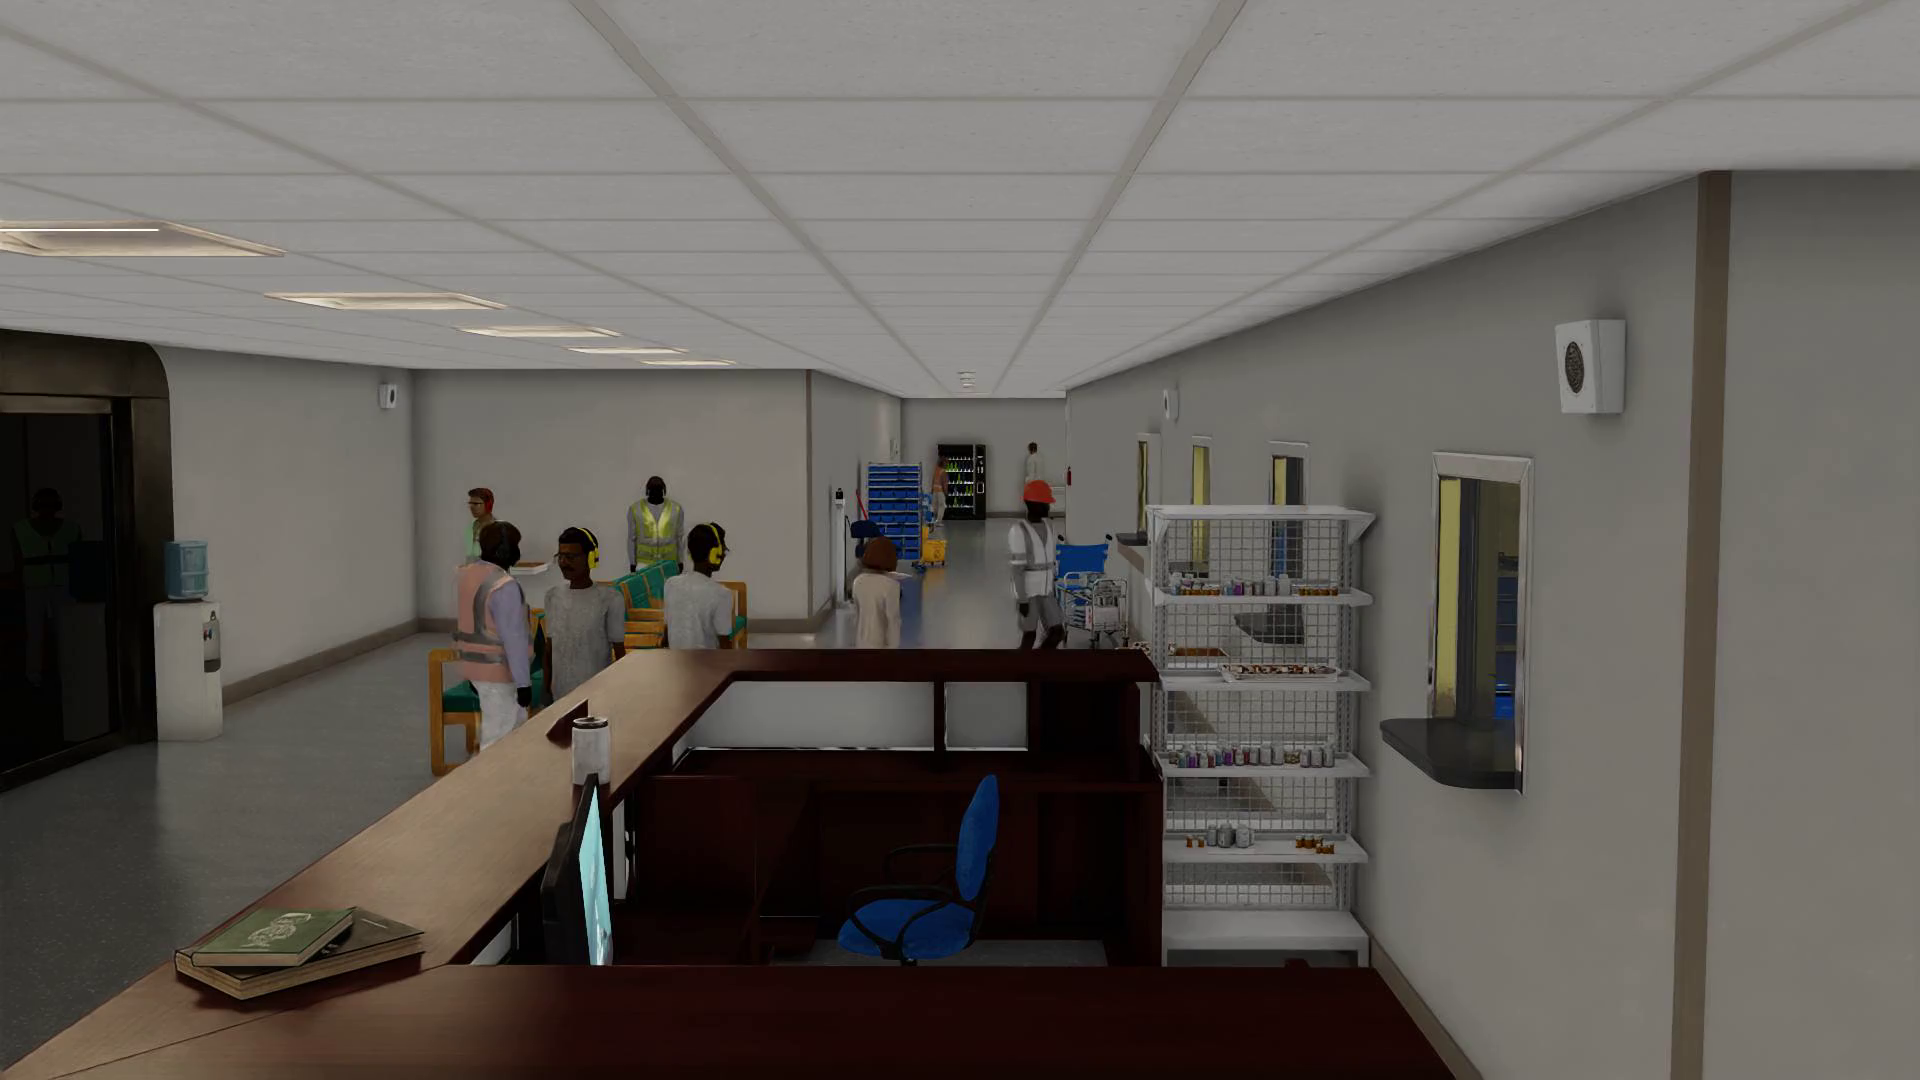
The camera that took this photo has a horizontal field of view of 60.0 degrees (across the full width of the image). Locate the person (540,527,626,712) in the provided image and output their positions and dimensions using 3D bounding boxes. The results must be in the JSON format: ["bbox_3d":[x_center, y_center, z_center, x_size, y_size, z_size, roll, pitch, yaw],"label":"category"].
[{"bbox_3d":[-2.004,0.862,8.780,0.524,1.871,0.325,1,4,18],"label":"person"}]

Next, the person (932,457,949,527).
[{"bbox_3d":[-0.481,-1.098,38.072,0.326,1.611,0.654,-2,5,-29],"label":"person"}]

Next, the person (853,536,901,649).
[{"bbox_3d":[-0.594,0.783,11.628,0.410,1.623,0.504,-4,6,-43],"label":"person"}]

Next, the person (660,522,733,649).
[{"bbox_3d":[-1.449,0.826,9.348,0.563,1.852,0.397,3,5,36],"label":"person"}]

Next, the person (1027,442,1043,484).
[{"bbox_3d":[1.762,-1.357,39.434,0.355,1.936,0.635,2,4,24],"label":"person"}]

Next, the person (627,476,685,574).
[{"bbox_3d":[-3.304,0.220,18.089,0.620,1.835,0.431,-1,4,-15],"label":"person"}]

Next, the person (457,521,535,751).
[{"bbox_3d":[-2.703,0.801,9.895,0.521,1.830,0.653,-3,5,-35],"label":"person"}]

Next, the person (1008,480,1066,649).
[{"bbox_3d":[0.661,0.447,14.229,0.408,1.921,0.557,4,6,44],"label":"person"}]

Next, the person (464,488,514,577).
[{"bbox_3d":[-4.212,0.447,14.876,0.560,1.835,0.391,3,5,34],"label":"person"}]
